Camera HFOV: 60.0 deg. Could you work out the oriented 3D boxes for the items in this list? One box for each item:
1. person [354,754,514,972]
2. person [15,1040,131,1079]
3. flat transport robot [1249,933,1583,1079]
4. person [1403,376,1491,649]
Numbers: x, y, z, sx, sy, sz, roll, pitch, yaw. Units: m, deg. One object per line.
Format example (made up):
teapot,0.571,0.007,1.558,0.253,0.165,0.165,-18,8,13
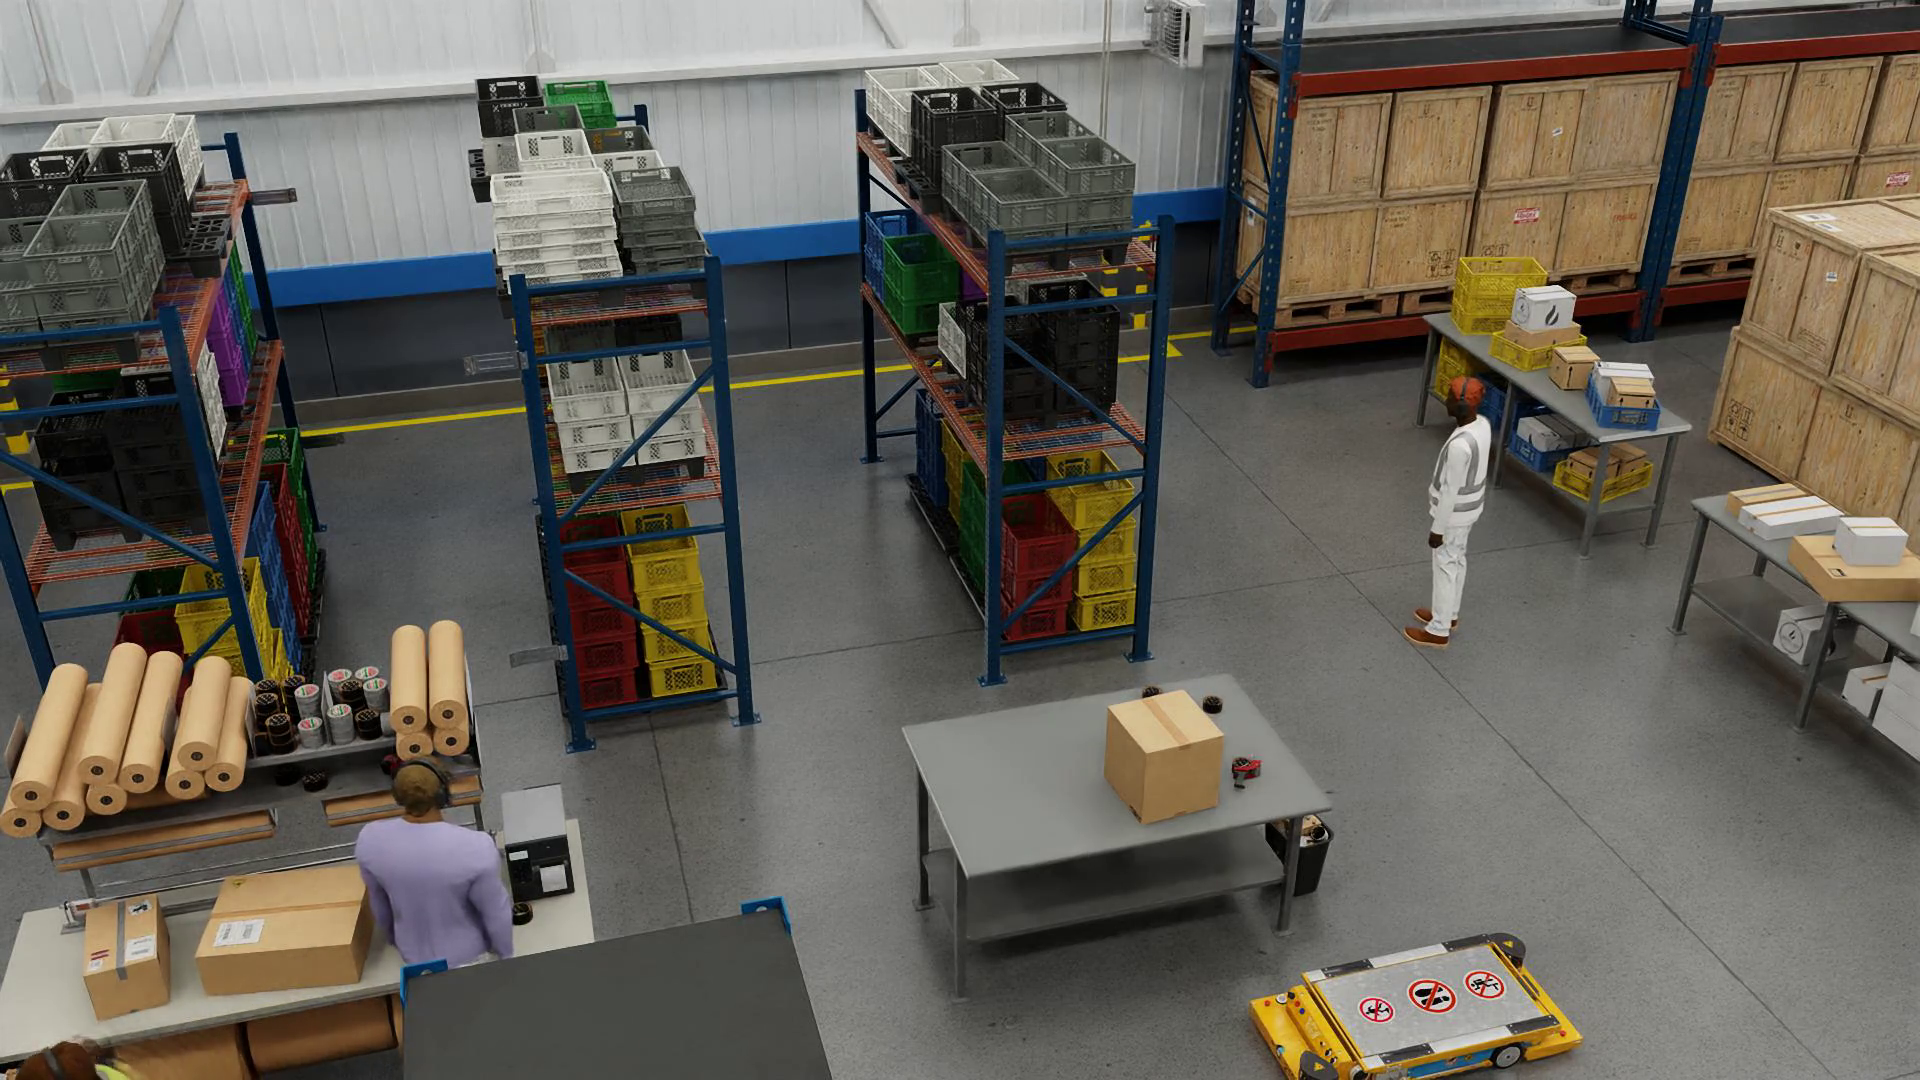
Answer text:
person,-2.229,1.761,7.222,0.629,1.931,0.366,5,29,8
person,-2.999,2.506,5.984,0.660,1.816,0.698,-26,38,-38
flat transport robot,2.184,2.282,7.980,1.431,0.197,0.652,-8,30,-14
person,3.199,-0.183,10.813,0.358,1.880,0.564,16,33,27
